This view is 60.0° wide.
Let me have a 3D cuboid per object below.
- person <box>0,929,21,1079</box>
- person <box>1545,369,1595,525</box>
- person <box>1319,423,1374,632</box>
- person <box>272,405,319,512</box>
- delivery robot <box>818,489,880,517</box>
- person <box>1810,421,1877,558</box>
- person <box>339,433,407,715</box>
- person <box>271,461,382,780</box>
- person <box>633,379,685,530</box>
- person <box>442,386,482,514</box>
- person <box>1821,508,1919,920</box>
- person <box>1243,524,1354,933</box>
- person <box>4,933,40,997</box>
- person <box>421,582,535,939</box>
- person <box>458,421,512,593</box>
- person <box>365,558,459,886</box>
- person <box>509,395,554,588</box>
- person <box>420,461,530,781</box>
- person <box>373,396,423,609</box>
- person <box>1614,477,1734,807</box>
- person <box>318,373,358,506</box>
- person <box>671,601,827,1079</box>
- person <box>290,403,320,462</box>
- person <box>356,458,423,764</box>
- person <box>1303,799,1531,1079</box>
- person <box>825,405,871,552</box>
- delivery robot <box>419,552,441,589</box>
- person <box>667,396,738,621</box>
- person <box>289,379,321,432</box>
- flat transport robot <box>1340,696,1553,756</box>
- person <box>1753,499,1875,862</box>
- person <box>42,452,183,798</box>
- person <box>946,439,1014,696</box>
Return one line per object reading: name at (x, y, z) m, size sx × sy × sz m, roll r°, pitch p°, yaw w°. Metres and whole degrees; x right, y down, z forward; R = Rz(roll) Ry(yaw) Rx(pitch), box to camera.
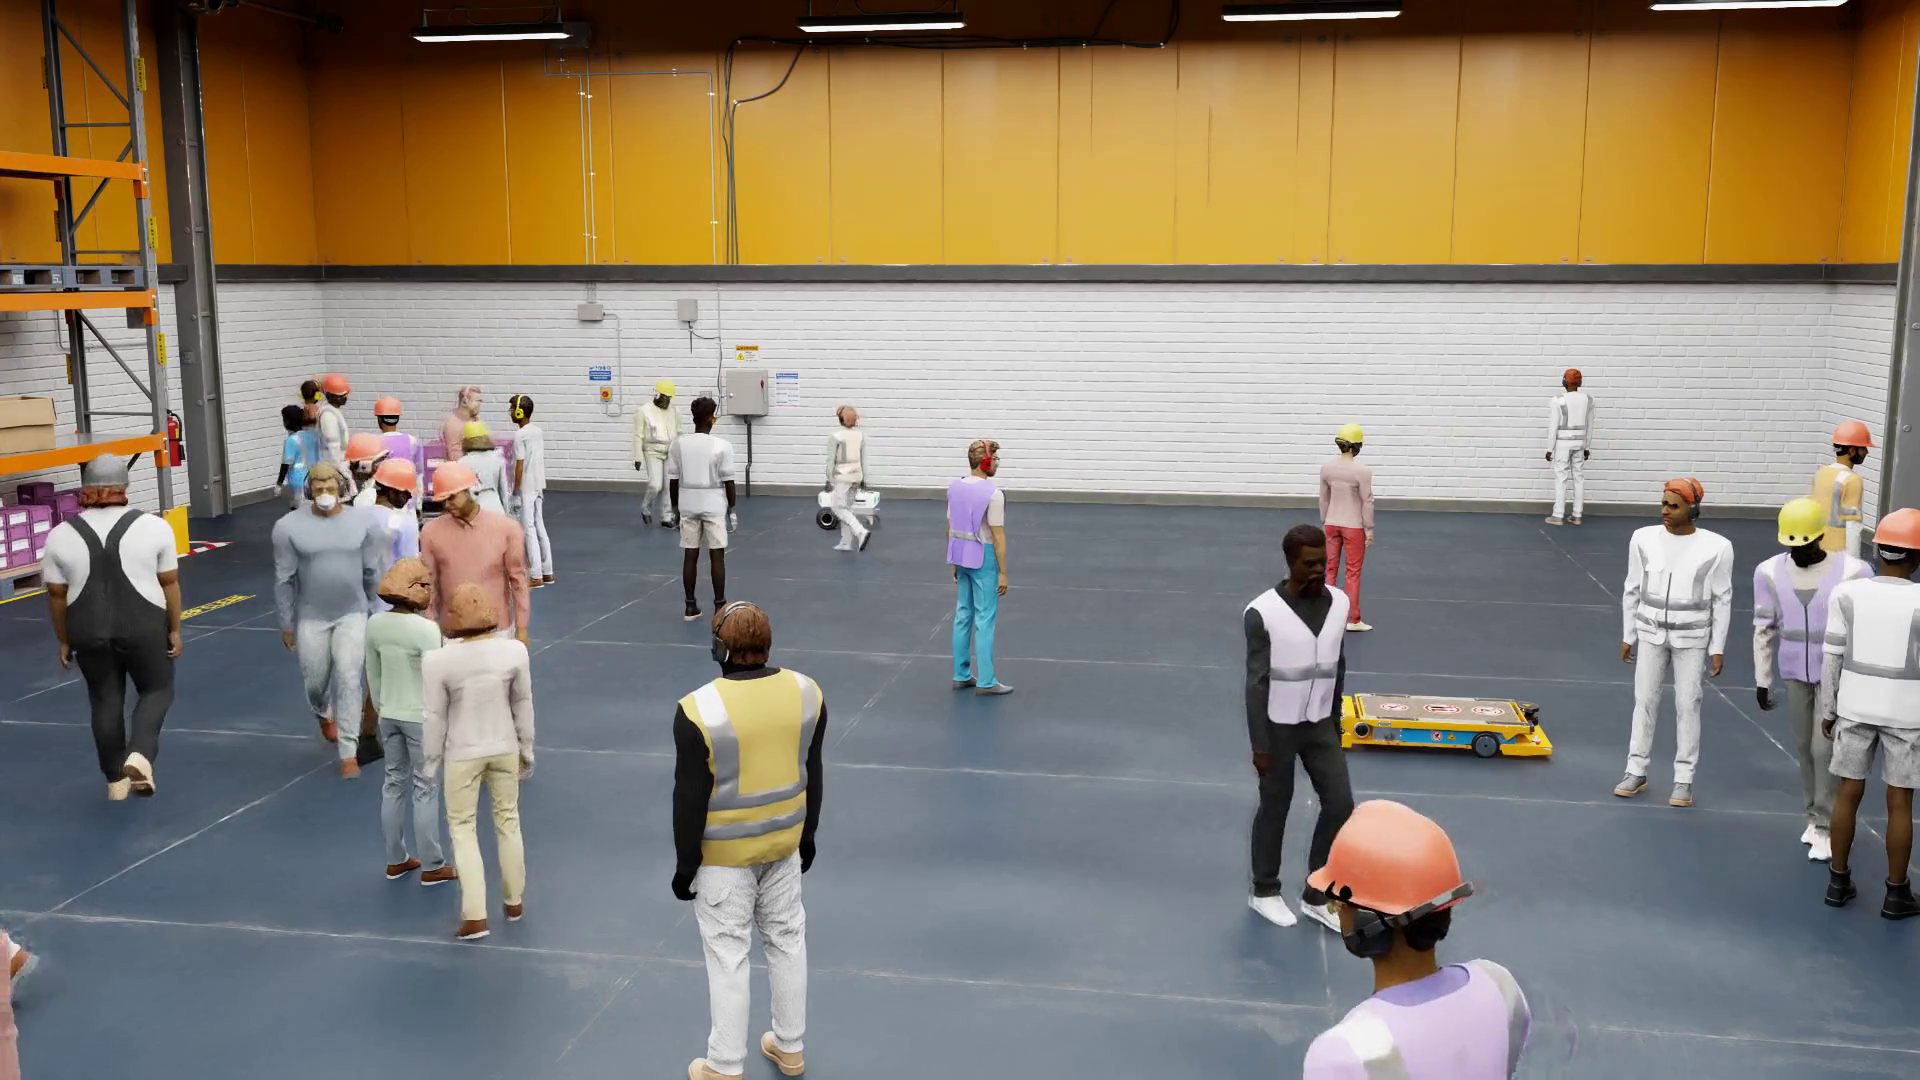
person at (-2.704, 1.486, 4.312) m, size 0.538 × 1.720 × 0.890 m, roll -3°, pitch 10°, yaw -19°
person at (7.313, -1.114, 19.973) m, size 0.575 × 1.882 × 0.355 m, roll -2°, pitch 9°, yaw -11°
person at (3.271, -0.104, 14.066) m, size 0.308 × 1.769 × 0.525 m, roll -8°, pitch 12°, yaw -42°
person at (-6.911, -0.561, 17.219) m, size 0.738 × 1.664 × 0.533 m, roll 0°, pitch 9°, yaw 1°
delivery robot at (-1.311, -0.458, 19.716) m, size 0.707 × 0.478 × 0.477 m, roll 1°, pitch 9°, yaw 3°
person at (6.556, 0.081, 12.390) m, size 0.373 × 1.934 × 0.551 m, roll 0°, pitch 9°, yaw -2°
person at (-3.815, 0.255, 11.228) m, size 0.761 × 1.970 × 0.624 m, roll 1°, pitch 9°, yaw 6°
person at (-3.844, 0.456, 10.164) m, size 0.627 × 1.917 × 0.788 m, roll -4°, pitch 10°, yaw -22°
person at (-3.530, -1.000, 19.511) m, size 0.630 × 1.799 × 0.508 m, roll -9°, pitch 13°, yaw -44°
person at (-4.918, -0.618, 16.911) m, size 0.807 × 1.870 × 0.685 m, roll 1°, pitch 9°, yaw 9°
person at (4.373, 0.811, 7.861) m, size 0.551 × 1.934 × 0.373 m, roll 9°, pitch 13°, yaw 44°
person at (1.588, 0.874, 7.596) m, size 0.617 × 1.894 × 0.672 m, roll -5°, pitch 10°, yaw -27°
person at (-4.148, 1.060, 6.475) m, size 0.637 × 1.904 × 0.978 m, roll 7°, pitch 12°, yaw 38°
person at (-2.183, 1.009, 7.638) m, size 0.533 × 1.633 × 0.455 m, roll -6°, pitch 11°, yaw -35°
person at (-4.355, -0.242, 15.176) m, size 0.518 × 1.677 × 0.945 m, roll -8°, pitch 12°, yaw -40°
person at (-2.719, 0.897, 8.262) m, size 0.498 × 1.633 × 0.284 m, roll 5°, pitch 10°, yaw 28°
person at (-4.153, -0.469, 16.052) m, size 0.333 × 1.860 × 0.509 m, roll 2°, pitch 9°, yaw 12°
person at (-2.847, 0.502, 9.767) m, size 0.622 × 1.953 × 0.563 m, roll -1°, pitch 9°, yaw -8°
person at (-5.069, -0.318, 14.860) m, size 0.374 × 1.935 × 0.552 m, roll 9°, pitch 13°, yaw 43°
person at (4.070, 0.574, 9.497) m, size 0.576 × 1.883 × 0.362 m, roll 7°, pitch 12°, yaw 38°
person at (-6.468, -0.744, 17.282) m, size 0.447 × 2.005 × 0.643 m, roll -3°, pitch 10°, yaw -16°
person at (-0.796, 1.132, 6.162) m, size 0.633 × 1.843 × 0.429 m, roll -8°, pitch 12°, yaw -39°
person at (-6.992, -0.664, 17.964) m, size 0.559 × 1.625 × 0.403 m, roll 3°, pitch 10°, yaw 18°
person at (-3.587, 0.420, 10.462) m, size 0.616 × 1.875 × 0.821 m, roll 5°, pitch 10°, yaw 27°
person at (0.912, 1.510, 3.400) m, size 0.609 × 1.996 × 1.070 m, roll -5°, pitch 11°, yaw -30°
person at (-1.177, -0.643, 17.865) m, size 0.597 × 1.617 × 0.515 m, roll 8°, pitch 12°, yaw 42°
delivery robot at (-4.821, 0.250, 15.324) m, size 0.477 × 0.478 × 0.707 m, roll -7°, pitch 11°, yaw -36°
person at (-2.226, -0.268, 14.461) m, size 0.614 × 1.963 × 0.362 m, roll 2°, pitch 9°, yaw 12°
person at (-7.259, -0.860, 18.512) m, size 0.528 × 1.847 × 0.604 m, roll 1°, pitch 9°, yaw 7°
flat transport robot at (3.023, 1.179, 10.728) m, size 1.431 × 0.197 × 0.652 m, roll 2°, pitch 9°, yaw 10°
person at (4.439, 0.713, 8.679) m, size 0.728 × 1.866 × 0.648 m, roll -8°, pitch 12°, yaw -42°
person at (-4.807, 0.496, 9.493) m, size 0.693 × 2.000 × 0.627 m, roll -2°, pitch 9°, yaw -14°
person at (0.117, 0.201, 11.941) m, size 0.372 × 1.839 × 0.570 m, roll -8°, pitch 12°, yaw -39°
